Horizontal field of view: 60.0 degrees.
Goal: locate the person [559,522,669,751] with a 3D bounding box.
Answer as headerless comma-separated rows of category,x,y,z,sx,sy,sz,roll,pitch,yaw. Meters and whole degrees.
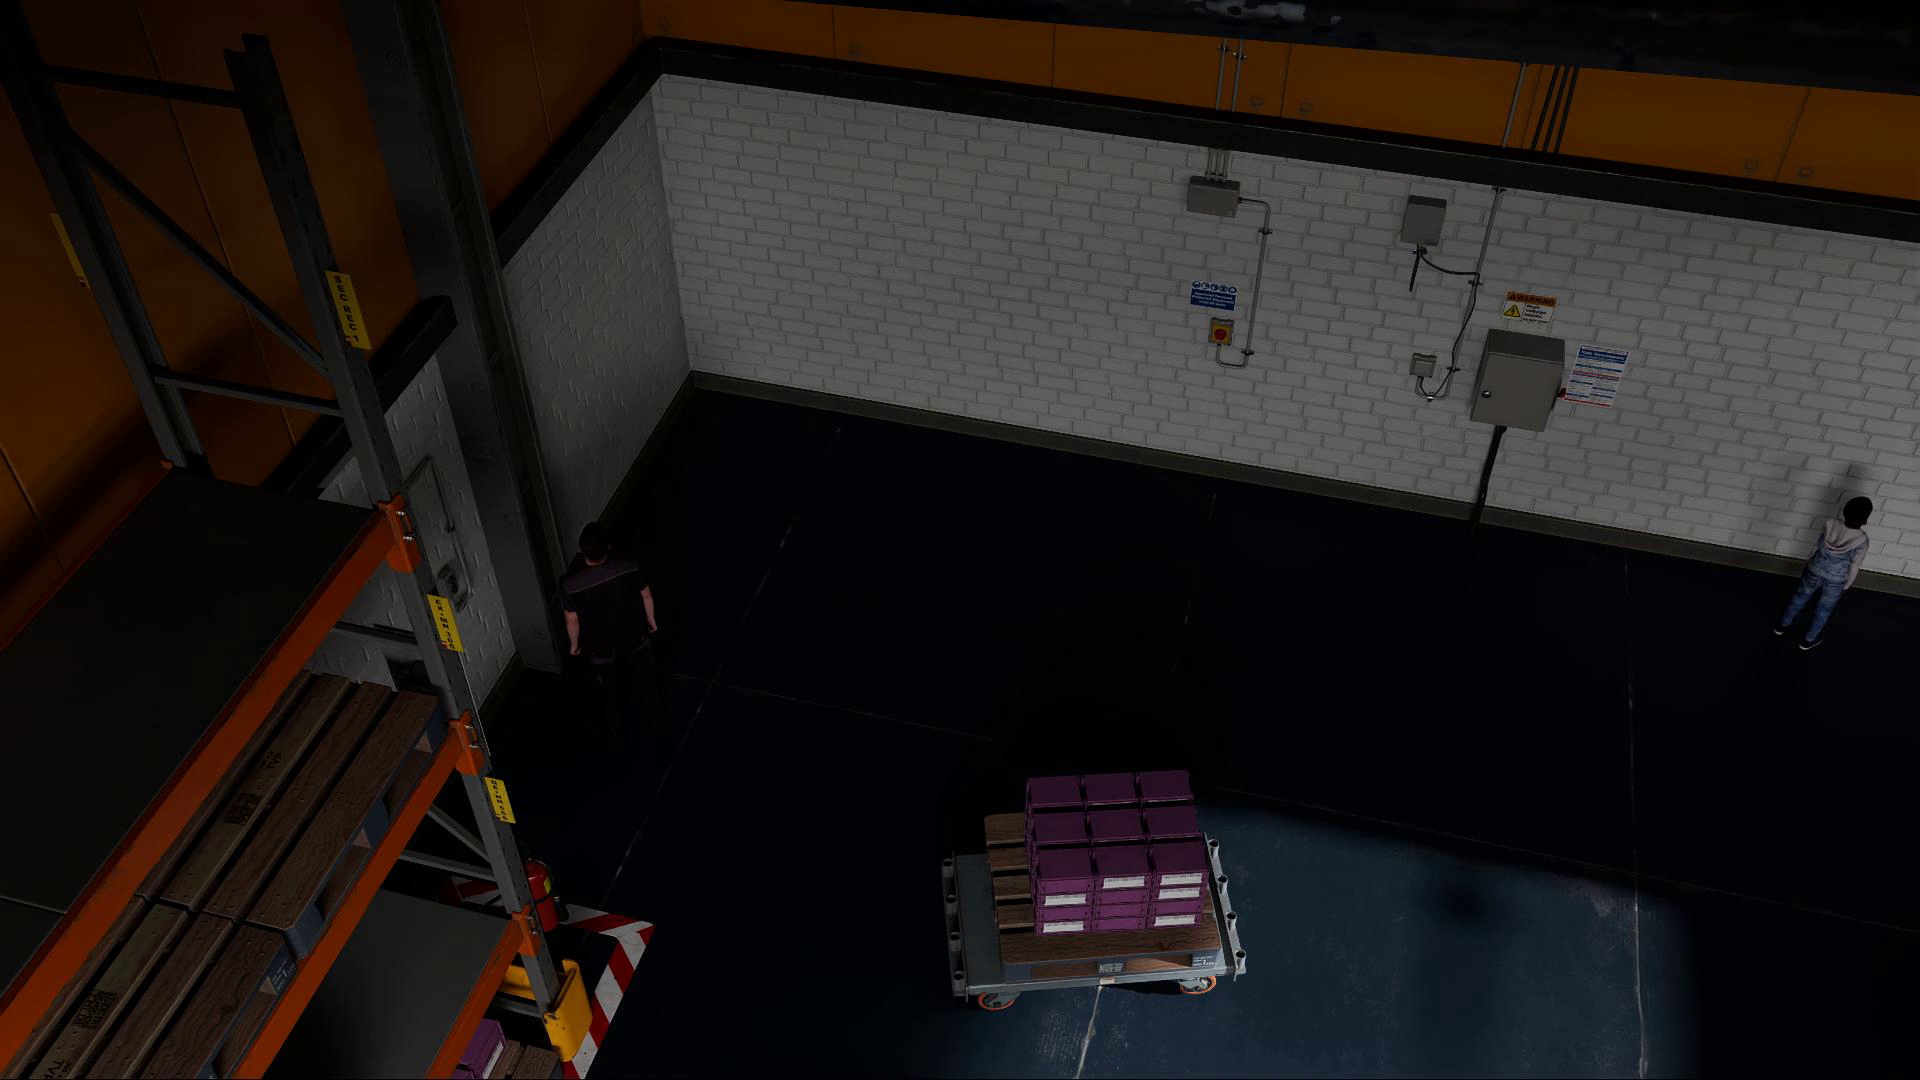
person,-2.140,0.591,10.311,0.799,1.845,0.826,-17,46,-17

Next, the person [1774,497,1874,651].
person,5.809,0.209,11.138,0.605,1.258,0.557,-29,51,-27
